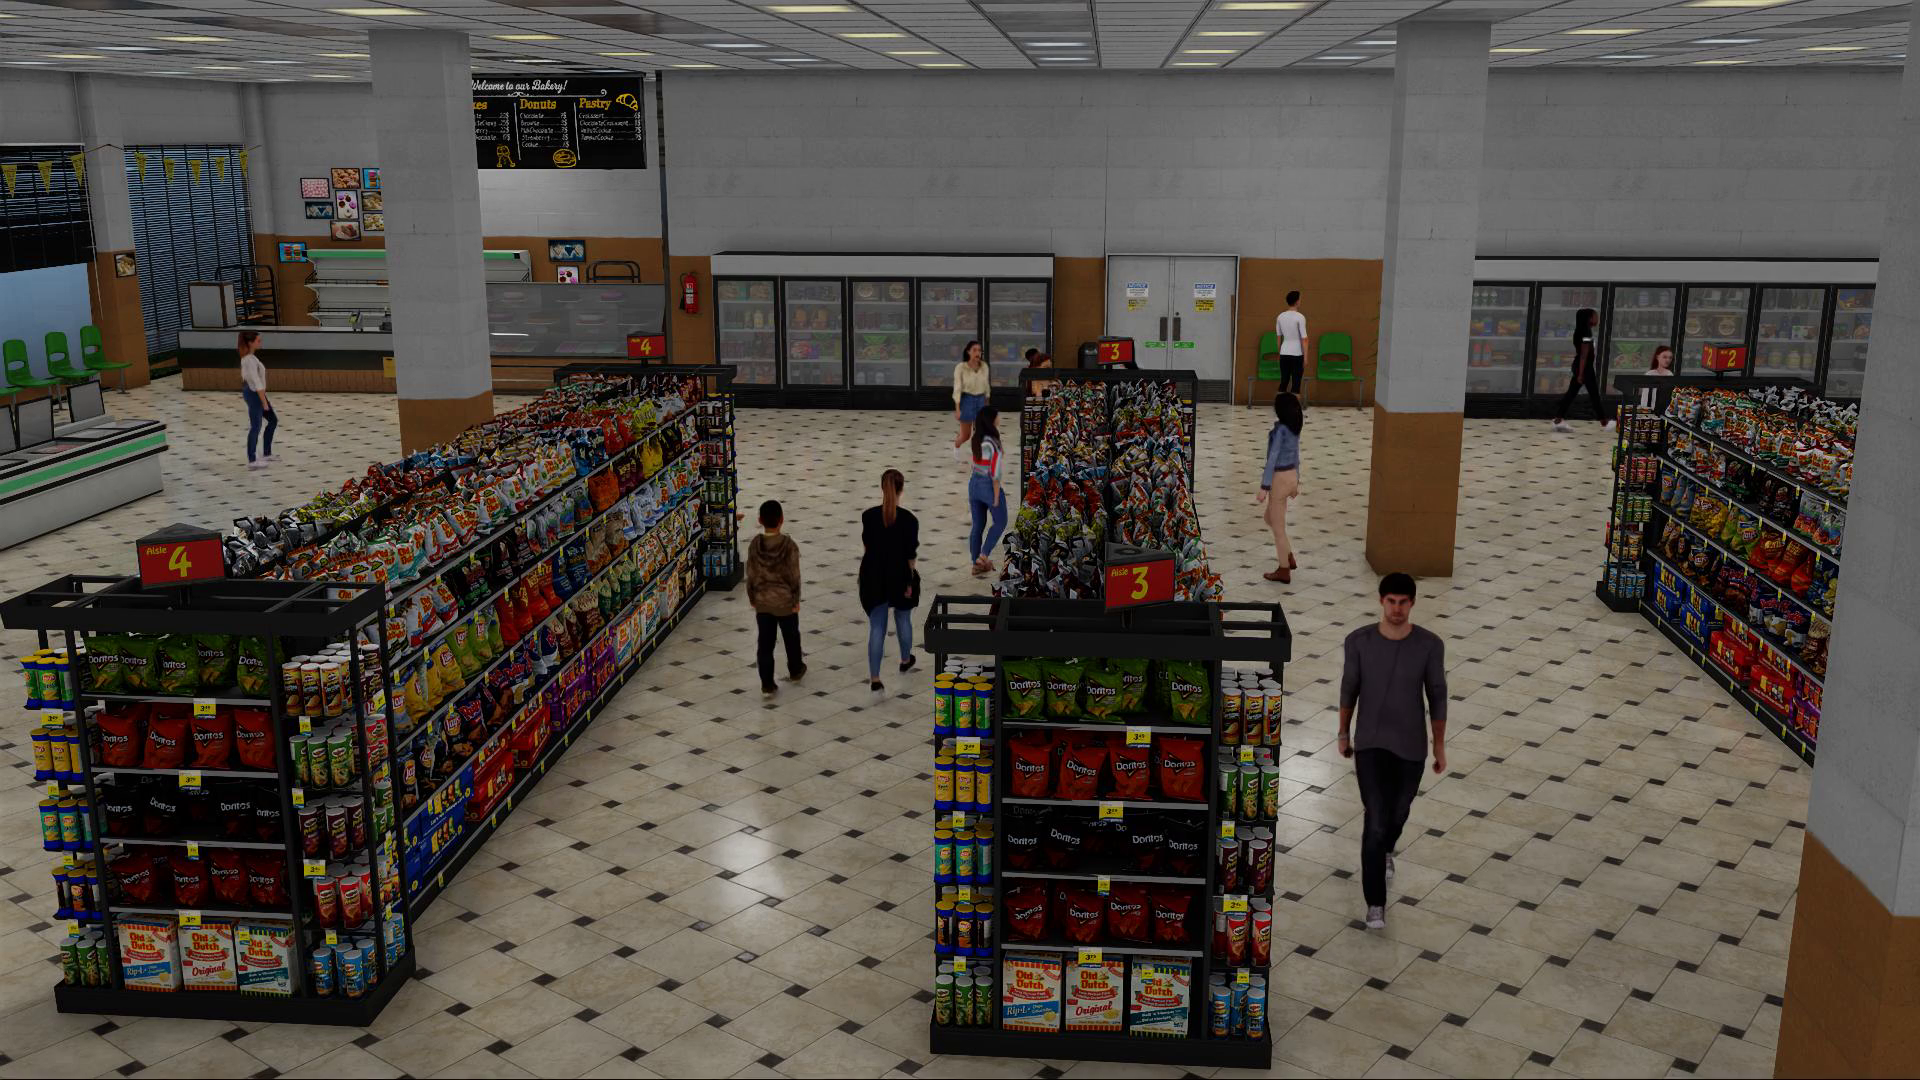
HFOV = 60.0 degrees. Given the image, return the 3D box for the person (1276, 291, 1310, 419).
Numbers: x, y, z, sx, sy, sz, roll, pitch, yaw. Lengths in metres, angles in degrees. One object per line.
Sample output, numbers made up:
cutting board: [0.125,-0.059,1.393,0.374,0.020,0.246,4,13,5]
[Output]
person: [4.844,-2.710,24.290,0.795,1.851,0.750,-13,19,-42]

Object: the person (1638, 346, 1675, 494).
person: [7.818,-1.312,18.721,0.658,1.760,0.675,-7,15,-28]

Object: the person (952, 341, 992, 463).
person: [0.122,-1.624,20.310,0.885,1.616,1.010,-6,15,-24]

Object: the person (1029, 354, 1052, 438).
person: [0.870,-1.345,19.184,0.809,1.605,0.763,9,16,31]

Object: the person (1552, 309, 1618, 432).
person: [8.530,-2.318,23.015,0.805,1.690,1.107,3,14,13]

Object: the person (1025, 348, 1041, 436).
person: [0.969,-1.968,22.498,0.563,1.254,0.436,2,14,9]

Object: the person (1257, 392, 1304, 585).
person: [3.018,-0.458,15.185,0.773,1.766,0.688,10,17,35]

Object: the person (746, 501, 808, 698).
person: [-1.368,0.450,12.138,0.602,1.438,0.816,2,14,9]

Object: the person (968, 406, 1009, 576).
person: [0.176,-0.444,15.478,0.722,1.601,0.768,13,19,42]

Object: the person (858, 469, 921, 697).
person: [-0.551,0.344,12.146,0.703,1.641,1.136,3,14,12]

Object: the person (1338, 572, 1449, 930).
person: [2.293,1.056,8.859,0.723,1.807,1.172,2,14,8]

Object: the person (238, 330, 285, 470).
person: [-8.787,-1.723,20.517,0.834,1.712,0.746,-6,15,-23]
